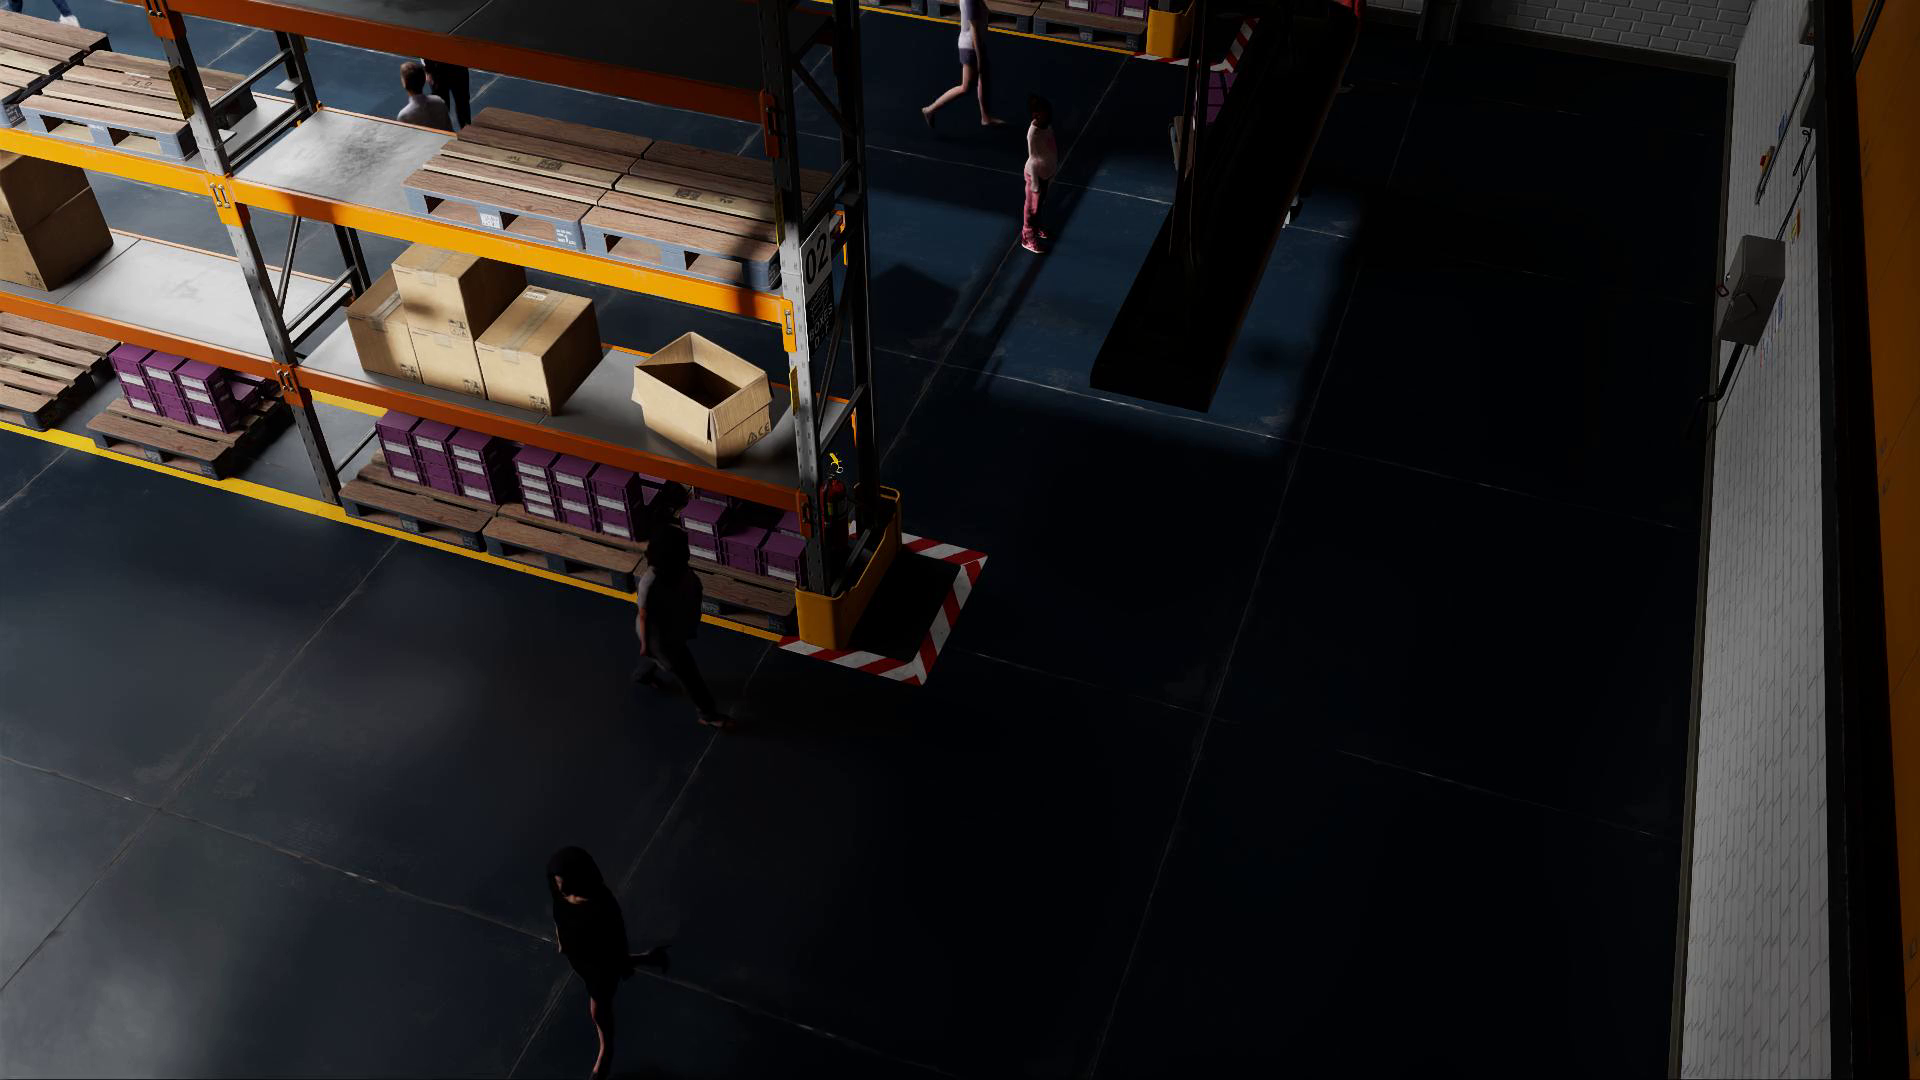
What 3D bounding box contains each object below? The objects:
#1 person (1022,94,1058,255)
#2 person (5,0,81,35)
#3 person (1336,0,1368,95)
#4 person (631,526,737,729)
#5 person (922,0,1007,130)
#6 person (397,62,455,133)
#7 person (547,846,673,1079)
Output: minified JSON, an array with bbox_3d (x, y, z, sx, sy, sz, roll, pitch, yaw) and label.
[{"bbox_3d":[0.681,-3.225,14.526,0.504,1.441,0.552,16,46,16],"label":"person"},{"bbox_3d":[-9.750,-6.105,17.312,1.214,1.768,1.003,-6,44,-6],"label":"person"},{"bbox_3d":[3.872,-5.144,16.558,0.613,1.417,0.581,-10,44,-10],"label":"person"},{"bbox_3d":[-1.910,0.511,10.515,1.041,1.563,0.680,11,45,12],"label":"person"},{"bbox_3d":[0.033,-4.679,15.833,1.127,1.743,0.840,-2,44,-3],"label":"person"},{"bbox_3d":[-4.478,-3.202,14.235,0.909,1.809,0.812,28,50,26],"label":"person"},{"bbox_3d":[-1.854,2.113,8.677,1.033,1.780,0.835,24,49,23],"label":"person"}]
